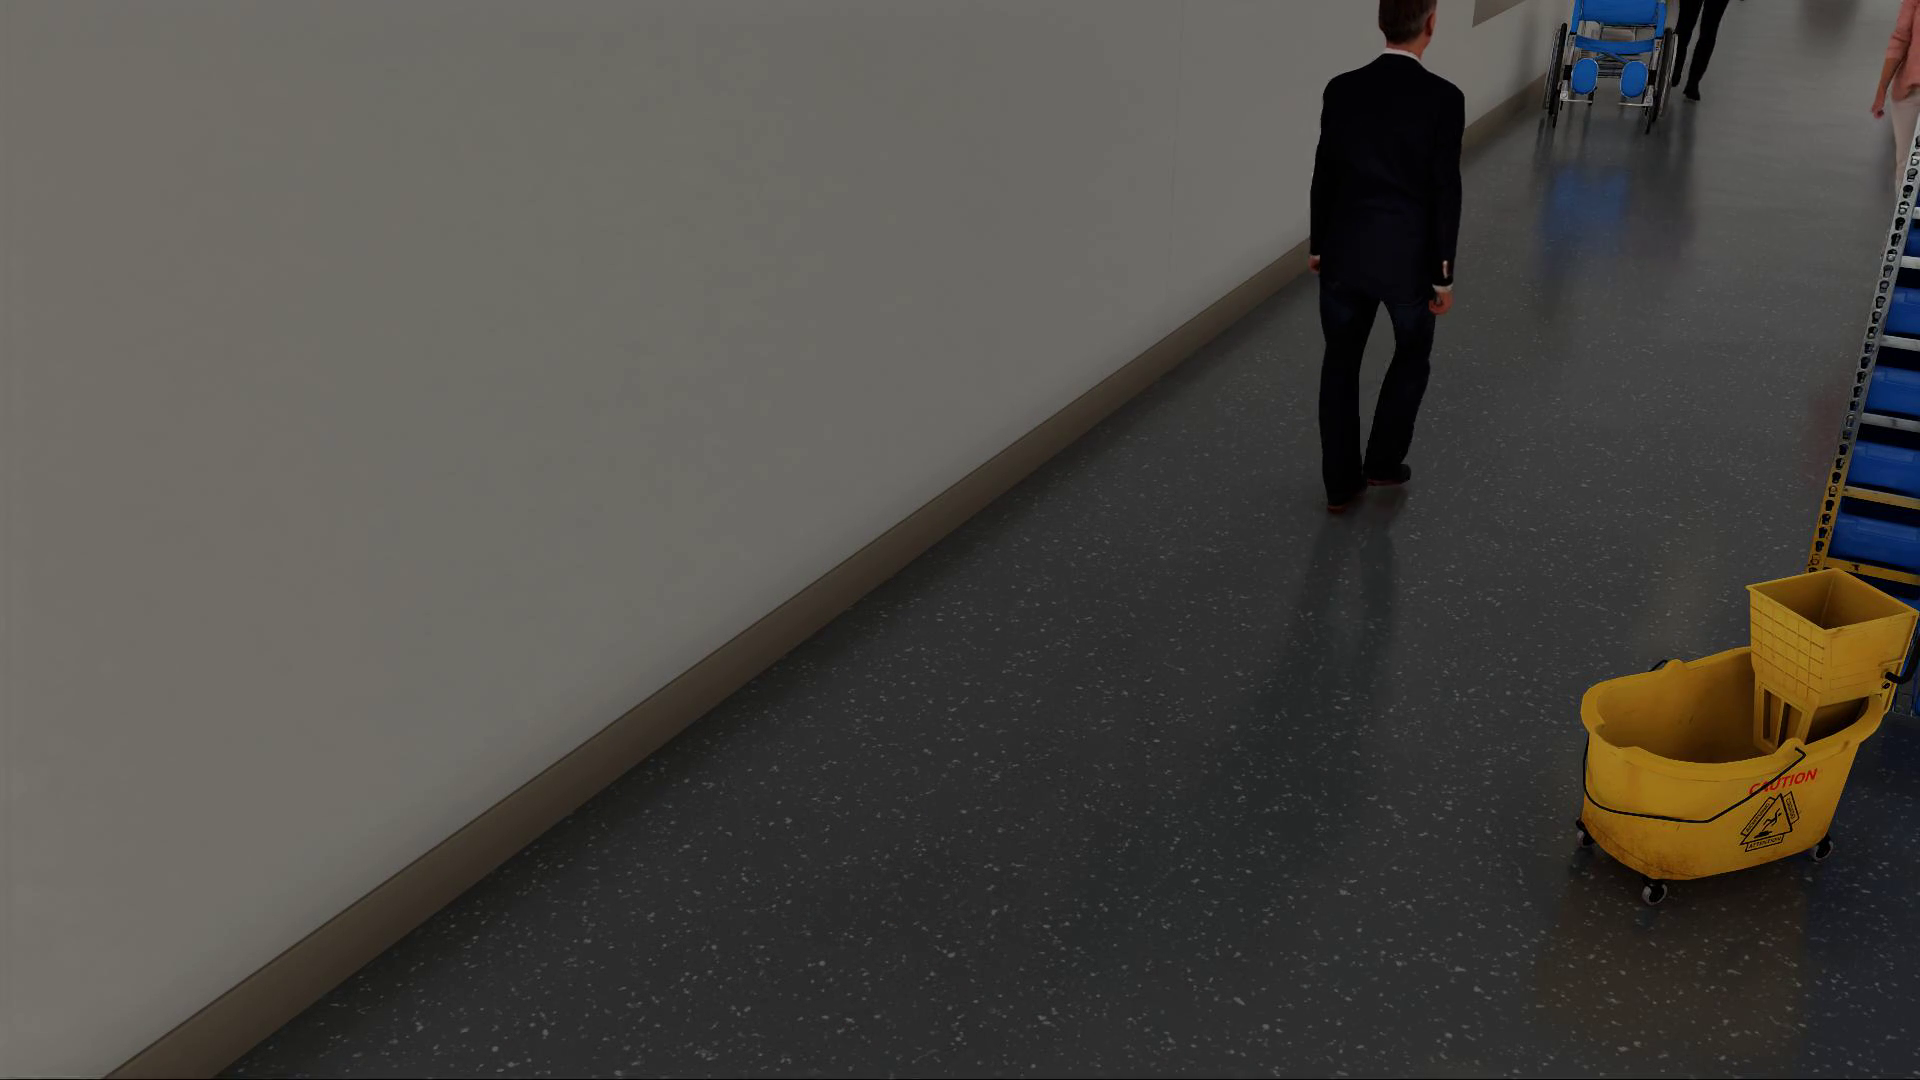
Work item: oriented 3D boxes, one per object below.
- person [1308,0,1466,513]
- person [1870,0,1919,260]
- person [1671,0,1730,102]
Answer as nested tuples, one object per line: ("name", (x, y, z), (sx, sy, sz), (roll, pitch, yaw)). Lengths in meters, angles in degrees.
("person", (1.363, -0.937, 5.527), (0.621, 1.804, 0.788), (16, 30, 30))
("person", (4.889, -2.234, 8.369), (1.092, 1.671, 0.757), (18, 31, 32))
("person", (5.545, -4.230, 12.299), (0.794, 1.854, 0.843), (8, 27, 15))
